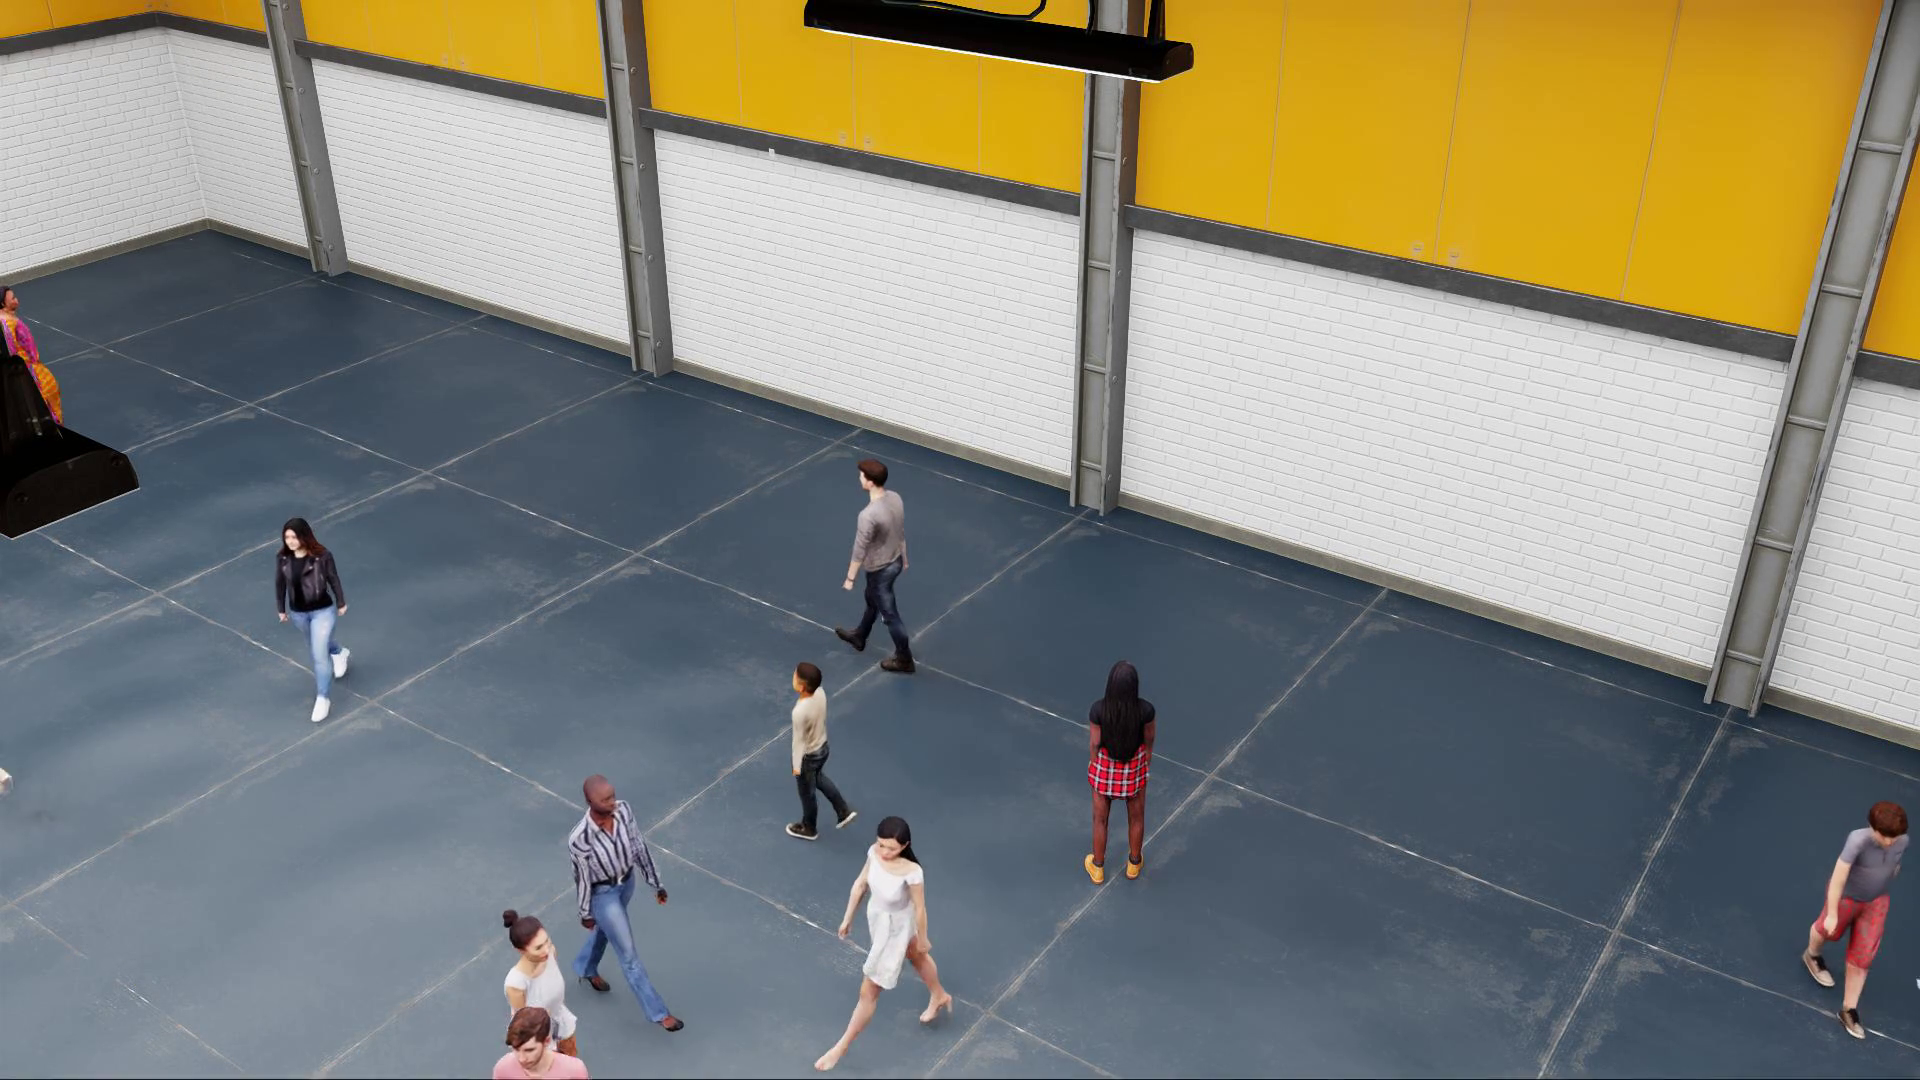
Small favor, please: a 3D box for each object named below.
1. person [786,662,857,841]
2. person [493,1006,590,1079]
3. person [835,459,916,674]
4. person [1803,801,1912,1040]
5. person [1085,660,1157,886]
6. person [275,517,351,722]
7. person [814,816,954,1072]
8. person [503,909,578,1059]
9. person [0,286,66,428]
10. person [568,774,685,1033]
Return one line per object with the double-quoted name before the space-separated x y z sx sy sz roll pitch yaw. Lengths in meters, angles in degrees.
"person" -0.973 1.484 11.554 0.789 1.458 0.644 11 31 20
"person" -1.998 3.002 8.295 1.256 1.914 1.128 3 29 5
"person" -0.540 0.254 13.371 1.103 1.877 0.848 13 31 22
"person" 5.470 2.153 10.184 1.056 1.596 0.984 -2 29 -3
"person" 1.069 1.552 11.146 0.711 1.729 0.781 -2 29 -4
"person" -5.087 0.537 13.149 1.150 1.594 1.085 2 29 3
"person" -0.303 2.292 9.801 0.957 1.718 1.224 -18 33 -30
"person" -2.388 2.683 9.193 0.773 1.613 0.668 9 30 16
"person" -9.962 -1.863 17.481 0.854 1.659 0.797 -18 33 -29
"person" -2.172 2.135 10.065 1.178 1.742 0.703 16 32 27
